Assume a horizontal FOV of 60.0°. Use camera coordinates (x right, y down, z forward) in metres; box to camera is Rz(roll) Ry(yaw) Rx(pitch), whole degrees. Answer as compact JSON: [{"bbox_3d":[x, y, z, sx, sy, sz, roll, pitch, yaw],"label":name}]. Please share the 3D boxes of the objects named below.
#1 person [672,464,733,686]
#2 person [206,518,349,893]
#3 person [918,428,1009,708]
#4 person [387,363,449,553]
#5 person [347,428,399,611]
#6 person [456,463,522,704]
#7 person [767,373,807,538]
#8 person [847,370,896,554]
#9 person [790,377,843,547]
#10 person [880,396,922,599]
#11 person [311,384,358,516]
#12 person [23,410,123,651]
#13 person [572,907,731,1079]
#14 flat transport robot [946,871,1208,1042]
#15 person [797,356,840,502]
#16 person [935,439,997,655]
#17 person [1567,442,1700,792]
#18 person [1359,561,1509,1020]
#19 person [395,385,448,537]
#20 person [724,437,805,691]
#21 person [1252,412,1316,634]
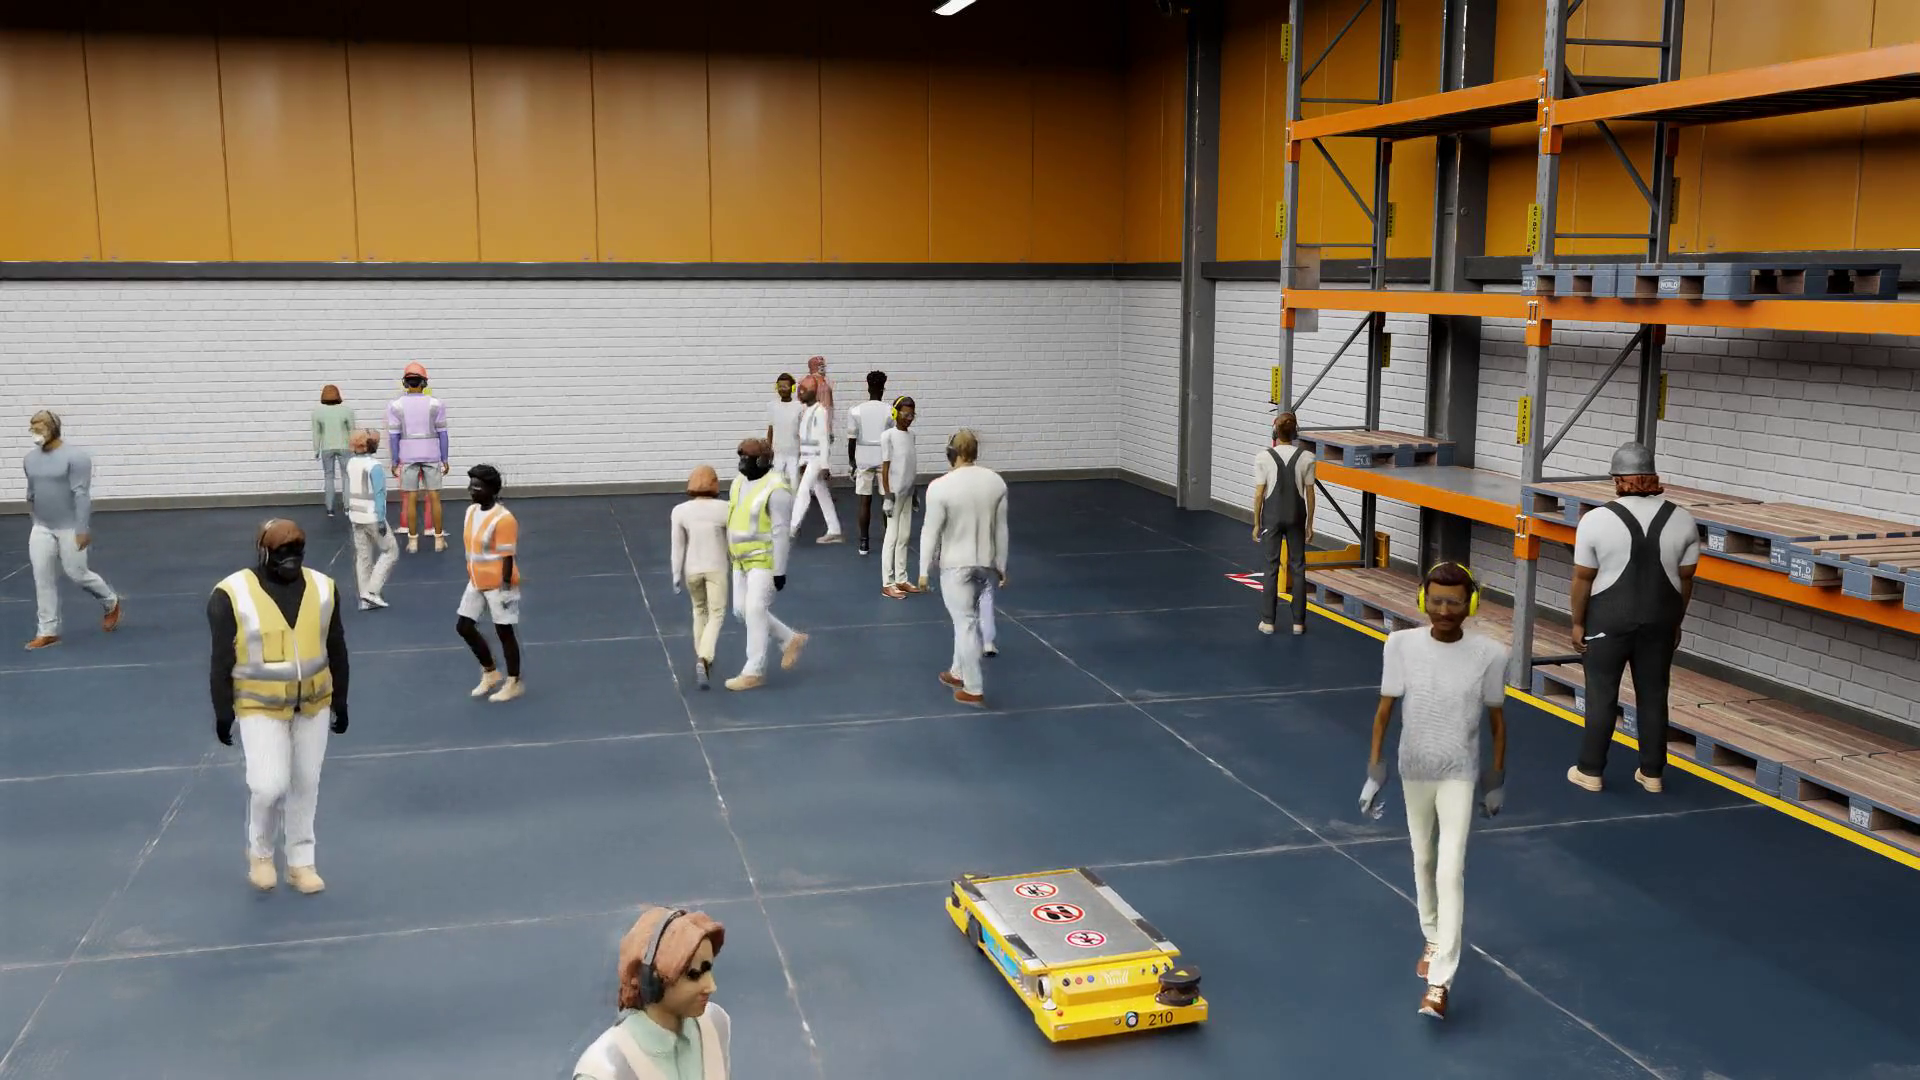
[{"bbox_3d":[-1.875,0.240,12.186,0.486,1.596,0.794,1,9,6],"label":"person"},{"bbox_3d":[-3.225,0.800,7.956,0.448,1.831,0.637,9,13,44],"label":"person"},{"bbox_3d":[-0.049,0.176,11.601,0.655,1.914,0.802,-7,11,-37],"label":"person"},{"bbox_3d":[-5.789,-0.877,17.819,0.605,2.033,0.391,-3,10,-17],"label":"person"},{"bbox_3d":[-5.200,-0.177,14.692,0.544,1.623,0.372,7,12,39],"label":"person"},{"bbox_3d":[-3.246,0.307,11.487,0.547,1.680,0.443,8,12,40],"label":"person"},{"bbox_3d":[-1.951,-0.954,18.794,0.520,1.876,0.335,3,9,17],"label":"person"},{"bbox_3d":[-0.889,-0.820,17.670,0.616,1.964,0.361,1,9,4],"label":"person"},{"bbox_3d":[-1.711,-0.848,18.214,0.944,1.843,0.592,-3,10,-17],"label":"person"},{"bbox_3d":[-0.536,-0.401,15.376,0.326,1.865,0.519,6,11,32],"label":"person"},{"bbox_3d":[-7.680,-1.097,20.443,0.520,1.626,0.337,-2,9,-12],"label":"person"},{"bbox_3d":[-7.194,-0.105,13.396,0.636,1.917,0.804,2,9,13],"label":"person"},{"bbox_3d":[-0.735,1.589,3.771,0.832,1.600,0.514,6,11,34],"label":"person"},{"bbox_3d":[0.456,1.715,7.119,0.652,0.197,1.431,-3,9,-17],"label":"flat transport robot"},{"bbox_3d":[-1.843,-1.446,21.771,0.404,1.909,0.658,-8,12,-40],"label":"person"},{"bbox_3d":[0.060,0.053,12.985,0.580,1.738,0.372,1,9,8],"label":"person"},{"bbox_3d":[3.848,0.435,9.608,0.682,2.000,0.535,1,9,4],"label":"person"},{"bbox_3d":[1.918,0.994,6.774,0.523,1.824,0.940,5,10,28],"label":"person"},{"bbox_3d":[-6.206,-0.899,18.962,0.695,1.750,0.324,4,10,26],"label":"person"},{"bbox_3d":[-1.422,0.156,12.021,0.653,1.822,0.643,-7,11,-37],"label":"person"},{"bbox_3d":[2.674,-0.134,13.762,0.507,1.846,0.351,1,9,6],"label":"person"}]
